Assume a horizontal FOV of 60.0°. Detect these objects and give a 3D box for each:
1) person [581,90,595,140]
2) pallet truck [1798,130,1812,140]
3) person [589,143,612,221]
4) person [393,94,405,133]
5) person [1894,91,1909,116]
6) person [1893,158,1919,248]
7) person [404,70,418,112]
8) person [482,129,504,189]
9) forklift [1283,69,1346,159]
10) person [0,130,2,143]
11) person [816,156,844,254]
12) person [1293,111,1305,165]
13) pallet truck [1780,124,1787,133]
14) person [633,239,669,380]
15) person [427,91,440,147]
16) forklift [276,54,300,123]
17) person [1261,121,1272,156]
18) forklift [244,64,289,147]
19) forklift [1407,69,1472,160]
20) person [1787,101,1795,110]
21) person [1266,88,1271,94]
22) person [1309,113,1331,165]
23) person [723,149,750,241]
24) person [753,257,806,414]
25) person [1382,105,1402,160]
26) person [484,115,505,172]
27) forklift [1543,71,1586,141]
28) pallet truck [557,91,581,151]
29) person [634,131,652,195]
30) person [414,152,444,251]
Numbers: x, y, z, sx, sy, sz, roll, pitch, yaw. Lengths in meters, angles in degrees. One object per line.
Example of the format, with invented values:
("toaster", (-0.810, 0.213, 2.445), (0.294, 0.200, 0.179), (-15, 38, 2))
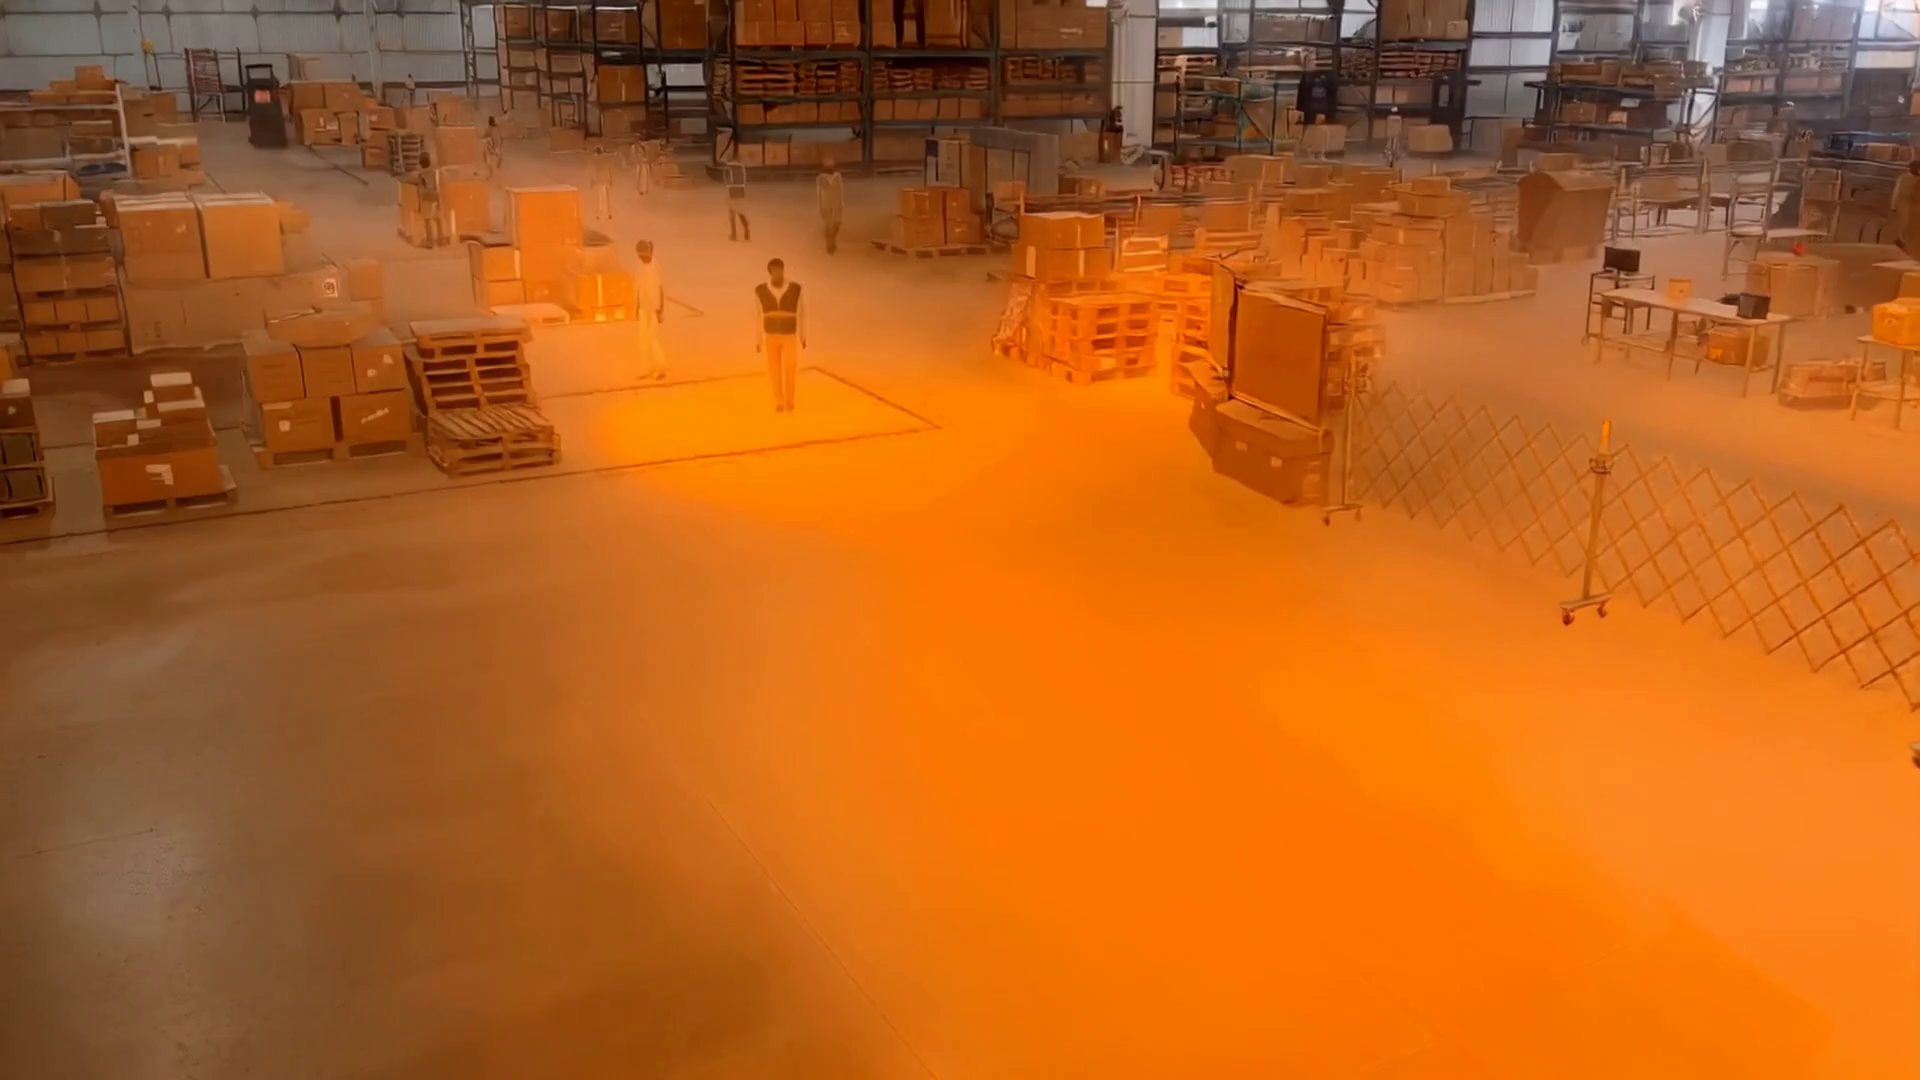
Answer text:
("person", (-13.880, -15.644, 61.309), (0.756, 1.819, 0.654), (-7, 19, -20))
("pallet truck", (25.526, -11.556, 49.408), (1.630, 1.274, 0.653), (-9, 20, -26))
("person", (-8.289, -8.263, 38.394), (0.534, 1.765, 0.324), (-7, 19, -22))
("person", (-18.498, -13.708, 54.999), (0.397, 1.992, 0.622), (-12, 21, -33))
("person", (32.142, -14.325, 56.920), (0.610, 1.996, 0.386), (-12, 21, -33))
("person", (19.462, -6.930, 34.154), (0.613, 1.815, 0.510), (1, 18, 2))
("person", (-25.745, -21.041, 77.951), (0.551, 1.934, 0.373), (-1, 18, -2))
("person", (-12.751, -10.344, 45.142), (0.838, 1.600, 0.520), (7, 19, 21))
("forklift", (11.615, -13.871, 54.079), (1.129, 2.768, 1.873), (-9, 20, -27))
("person", (-29.751, -12.358, 50.983), (1.081, 1.883, 0.644), (16, 24, 40))
("person", (-2.591, -6.702, 33.275), (0.562, 1.918, 0.427), (-7, 19, -21))
("person", (10.612, -12.558, 51.991), (0.277, 1.635, 0.505), (16, 24, 40))
("pallet truck", (25.206, -12.542, 52.601), (1.601, 1.201, 0.680), (0, 18, -2))
("person", (-4.115, -3.027, 21.926), (0.520, 1.859, 0.363), (14, 22, 36))
("person", (-18.540, -14.828, 58.629), (0.391, 1.912, 0.589), (-13, 22, -35))
("forklift", (-28.221, -19.166, 70.584), (1.873, 2.768, 1.129), (-9, 20, -26))
("person", (8.909, -11.382, 48.391), (0.833, 1.593, 0.510), (-13, 22, -35))
("forklift", (-24.565, -15.336, 58.646), (1.129, 2.768, 1.873), (-9, 20, -27))
("forklift", (15.549, -13.729, 53.637), (1.873, 2.768, 1.129), (-9, 20, -26))
("person", (27.759, -13.859, 55.885), (0.381, 1.720, 0.587), (5, 18, 16))
("person", (12.141, -17.002, 65.747), (0.534, 1.697, 0.318), (-15, 23, -38))
("person", (10.097, -11.029, 46.780), (0.625, 1.916, 0.569), (-8, 20, -24))
("person", (-4.670, -7.214, 34.871), (0.568, 1.919, 0.578), (-12, 21, -32))
("person", (-2.168, -2.447, 20.036), (0.633, 1.898, 0.577), (-2, 18, -5))
("person", (13.962, -13.140, 53.640), (0.697, 1.739, 0.539), (-11, 21, -32))
("person", (-13.903, -11.863, 49.784), (0.556, 1.646, 0.856), (-14, 22, -36))
("forklift", (18.685, -13.231, 52.085), (1.873, 2.768, 1.129), (-9, 20, -26))
("pallet truck", (-13.495, -14.412, 57.188), (0.823, 1.965, 1.885), (-3, 18, -9))
("person", (-8.337, -9.886, 43.655), (0.308, 1.641, 0.517), (9, 20, 26))
("person", (-10.761, -6.867, 33.712), (0.361, 1.965, 0.613), (12, 22, 34))
